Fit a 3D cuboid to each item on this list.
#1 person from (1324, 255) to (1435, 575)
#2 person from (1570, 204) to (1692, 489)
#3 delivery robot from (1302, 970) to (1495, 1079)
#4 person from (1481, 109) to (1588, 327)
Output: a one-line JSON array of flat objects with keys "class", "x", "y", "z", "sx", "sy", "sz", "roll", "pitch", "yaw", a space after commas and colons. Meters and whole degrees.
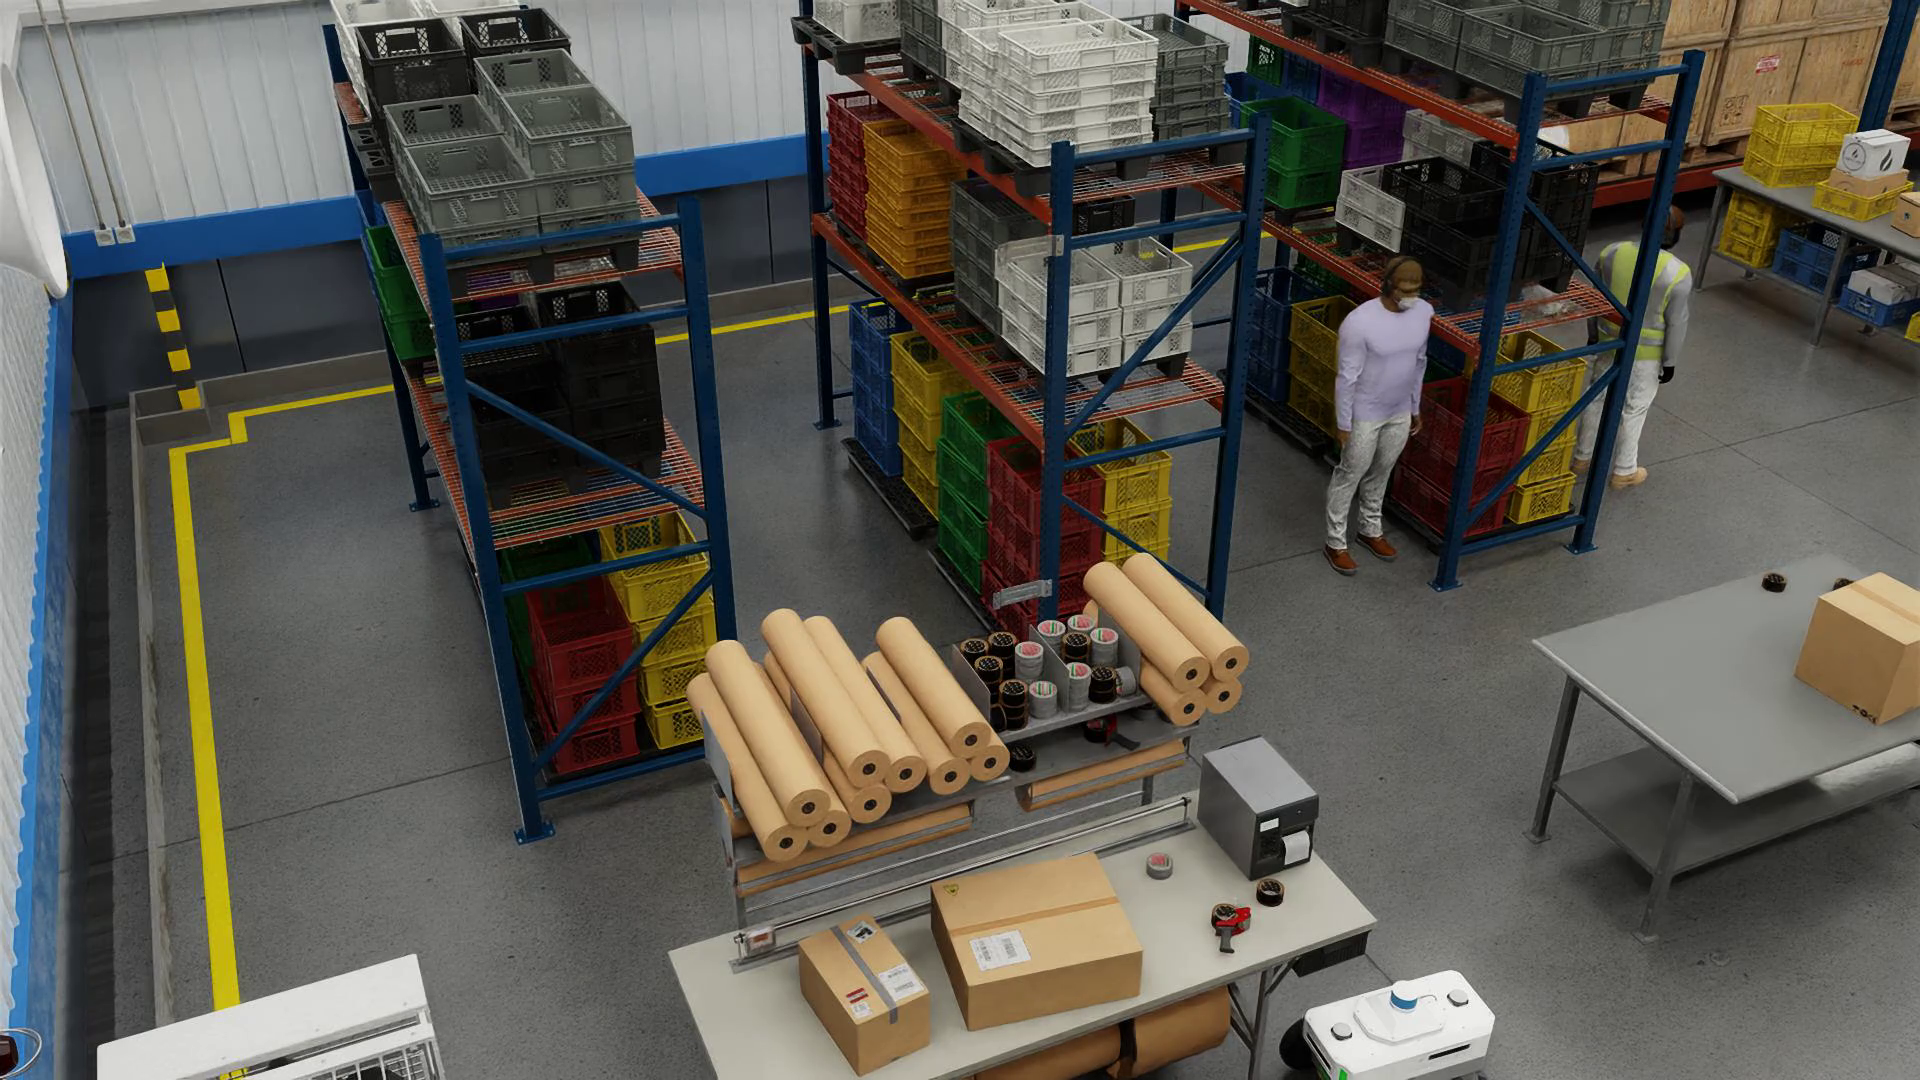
[{"class": "person", "x": 2.404, "y": -0.727, "z": 9.548, "sx": 0.631, "sy": 1.939, "sz": 0.372, "roll": -16, "pitch": 35, "yaw": -24}, {"class": "person", "x": 4.225, "y": -1.217, "z": 10.436, "sx": 0.429, "sy": 1.839, "sz": 0.633, "roll": -23, "pitch": 38, "yaw": -32}, {"class": "delivery robot", "x": 1.702, "y": 1.921, "z": 6.470, "sx": 0.707, "sy": 0.478, "sz": 0.477, "roll": -10, "pitch": 33, "yaw": -16}, {"class": "person", "x": 4.438, "y": -2.572, "z": 12.659, "sx": 1.042, "sy": 1.814, "sz": 0.570, "roll": 21, "pitch": 37, "yaw": 30}]
